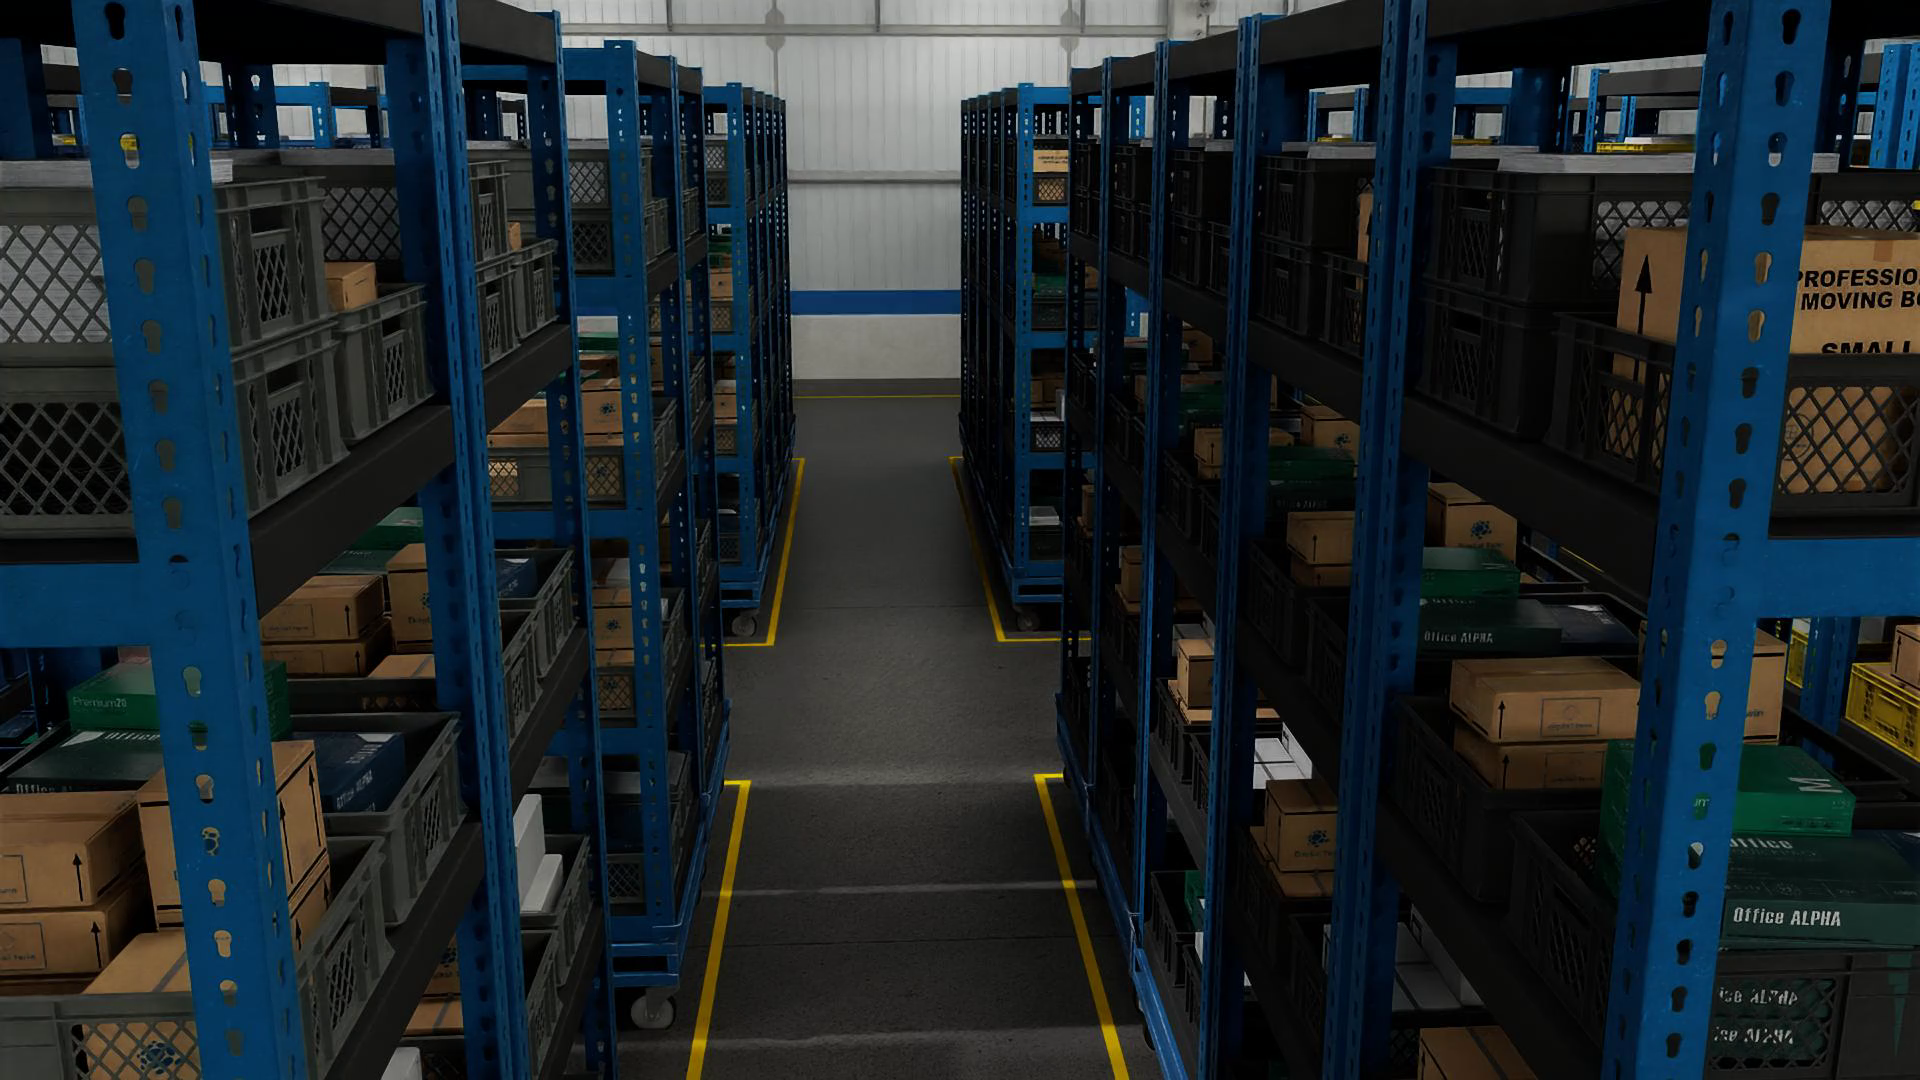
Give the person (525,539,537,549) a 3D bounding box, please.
[{"bbox_3d":[-2.660,-0.200,10.482,0.414,1.985,0.612,-1,14,-4],"label":"person"}]
